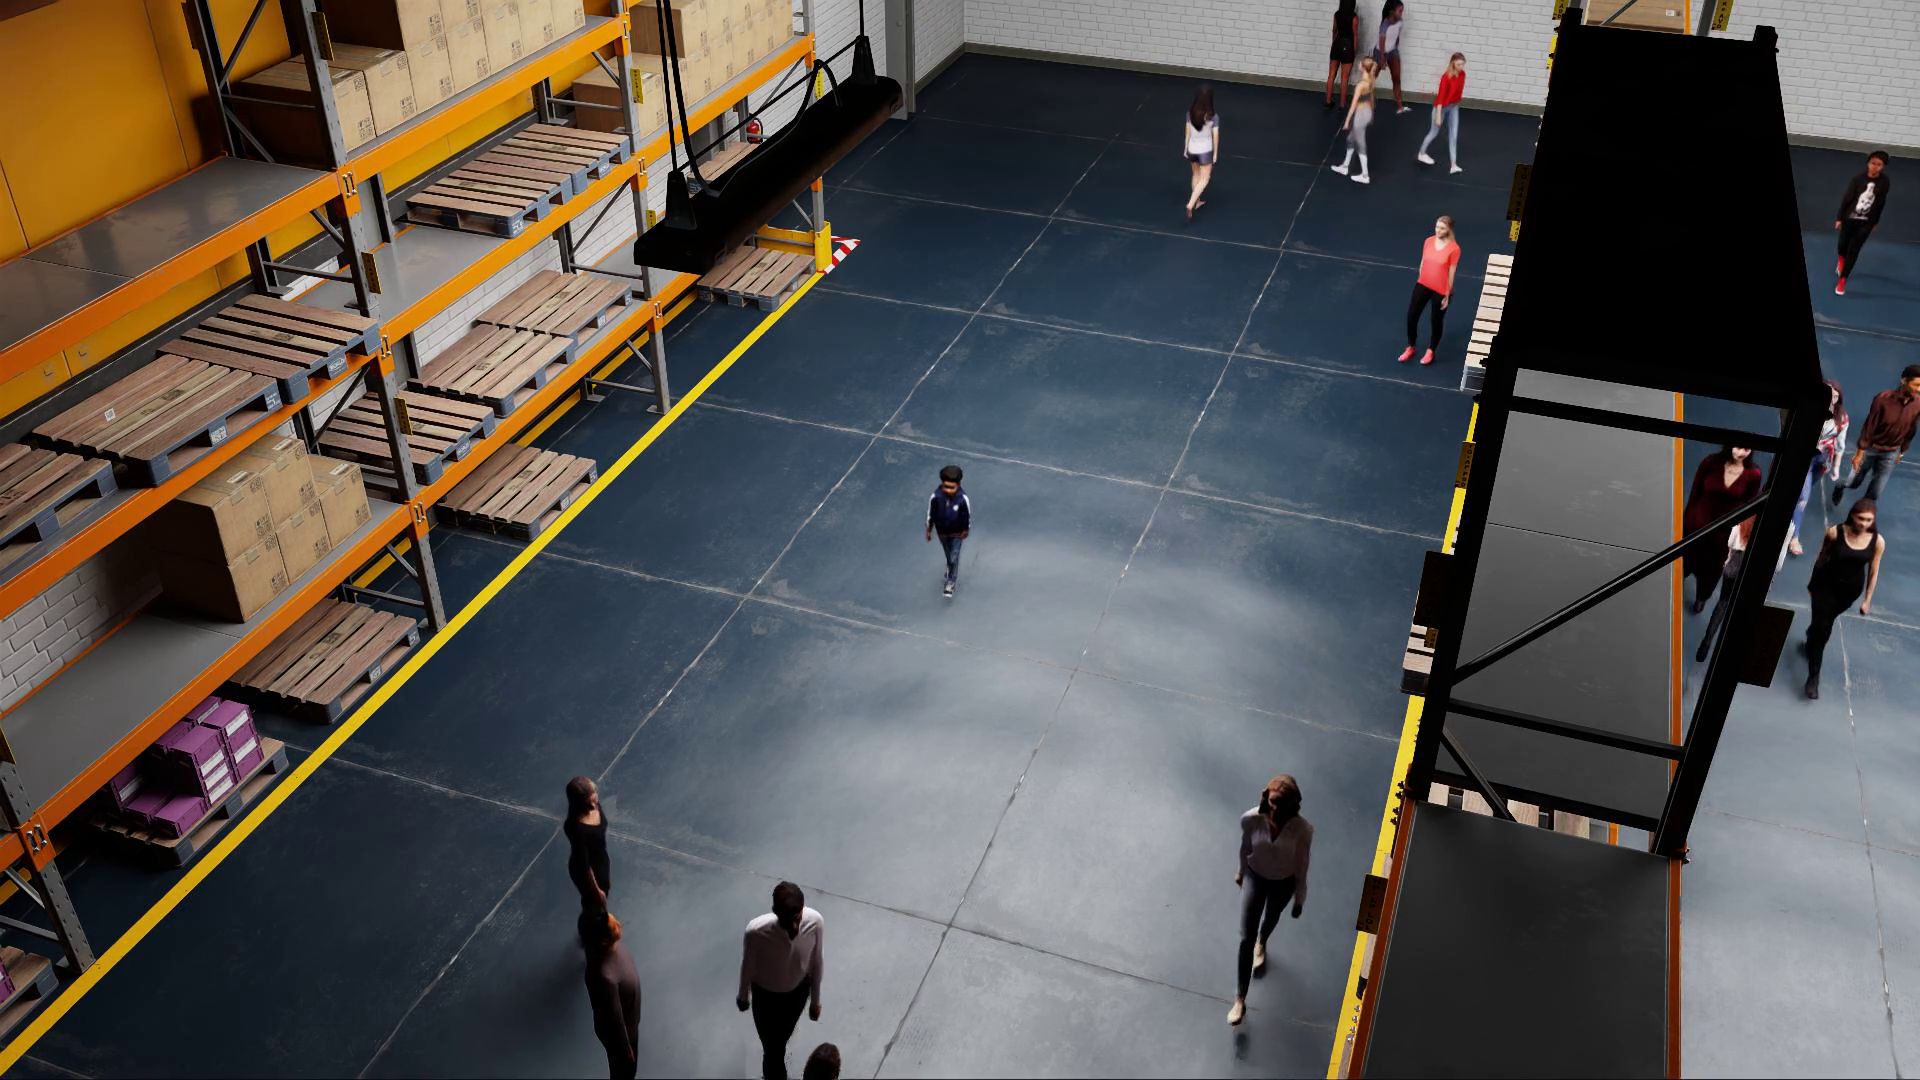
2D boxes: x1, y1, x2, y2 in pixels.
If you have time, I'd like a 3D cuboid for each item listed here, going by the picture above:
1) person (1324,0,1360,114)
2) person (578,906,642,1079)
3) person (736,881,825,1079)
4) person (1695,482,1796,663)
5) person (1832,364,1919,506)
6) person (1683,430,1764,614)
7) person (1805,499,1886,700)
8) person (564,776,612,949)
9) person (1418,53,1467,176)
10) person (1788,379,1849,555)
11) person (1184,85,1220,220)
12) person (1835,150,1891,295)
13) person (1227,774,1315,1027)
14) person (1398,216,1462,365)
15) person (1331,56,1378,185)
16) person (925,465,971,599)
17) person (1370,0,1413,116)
[{"bbox_3d":[5.650,-7.211,24.558,0.686,1.740,0.683,-25,41,-33],"label":"person"},{"bbox_3d":[-1.970,2.750,9.544,0.780,1.771,0.640,21,39,29],"label":"person"},{"bbox_3d":[-1.075,2.560,9.770,1.076,1.836,1.141,-11,35,-16],"label":"person"},{"bbox_3d":[6.258,0.301,13.258,0.856,1.738,1.047,28,43,35],"label":"person"},{"bbox_3d":[8.221,-0.834,14.958,0.746,1.746,1.107,8,34,12],"label":"person"},{"bbox_3d":[6.375,-0.205,14.015,0.714,1.742,0.798,17,37,24],"label":"person"},{"bbox_3d":[6.986,0.359,13.255,0.619,1.645,1.150,10,35,15],"label":"person"},{"bbox_3d":[-2.399,2.080,10.660,0.868,1.651,0.651,-7,34,-11],"label":"person"},{"bbox_3d":[6.533,-5.808,22.543,1.144,1.633,1.173,-20,38,-27],"label":"person"},{"bbox_3d":[7.641,-0.742,14.975,0.826,1.575,1.140,0,34,1],"label":"person"},{"bbox_3d":[3.025,-4.918,21.157,0.737,1.685,1.061,19,38,26],"label":"person"},{"bbox_3d":[10.508,-3.759,19.450,0.709,1.645,1.106,17,37,24],"label":"person"},{"bbox_3d":[1.977,2.121,10.505,0.608,1.754,1.088,11,35,17],"label":"person"},{"bbox_3d":[5.126,-2.685,17.801,0.708,1.682,0.754,25,41,33],"label":"person"},{"bbox_3d":[5.421,-5.559,22.125,0.837,1.682,0.878,25,41,32],"label":"person"},{"bbox_3d":[-0.076,-0.142,14.411,0.534,1.198,0.777,10,35,14],"label":"person"},{"bbox_3d":[6.190,-7.128,24.487,1.232,1.679,1.207,-22,39,-29],"label":"person"}]
